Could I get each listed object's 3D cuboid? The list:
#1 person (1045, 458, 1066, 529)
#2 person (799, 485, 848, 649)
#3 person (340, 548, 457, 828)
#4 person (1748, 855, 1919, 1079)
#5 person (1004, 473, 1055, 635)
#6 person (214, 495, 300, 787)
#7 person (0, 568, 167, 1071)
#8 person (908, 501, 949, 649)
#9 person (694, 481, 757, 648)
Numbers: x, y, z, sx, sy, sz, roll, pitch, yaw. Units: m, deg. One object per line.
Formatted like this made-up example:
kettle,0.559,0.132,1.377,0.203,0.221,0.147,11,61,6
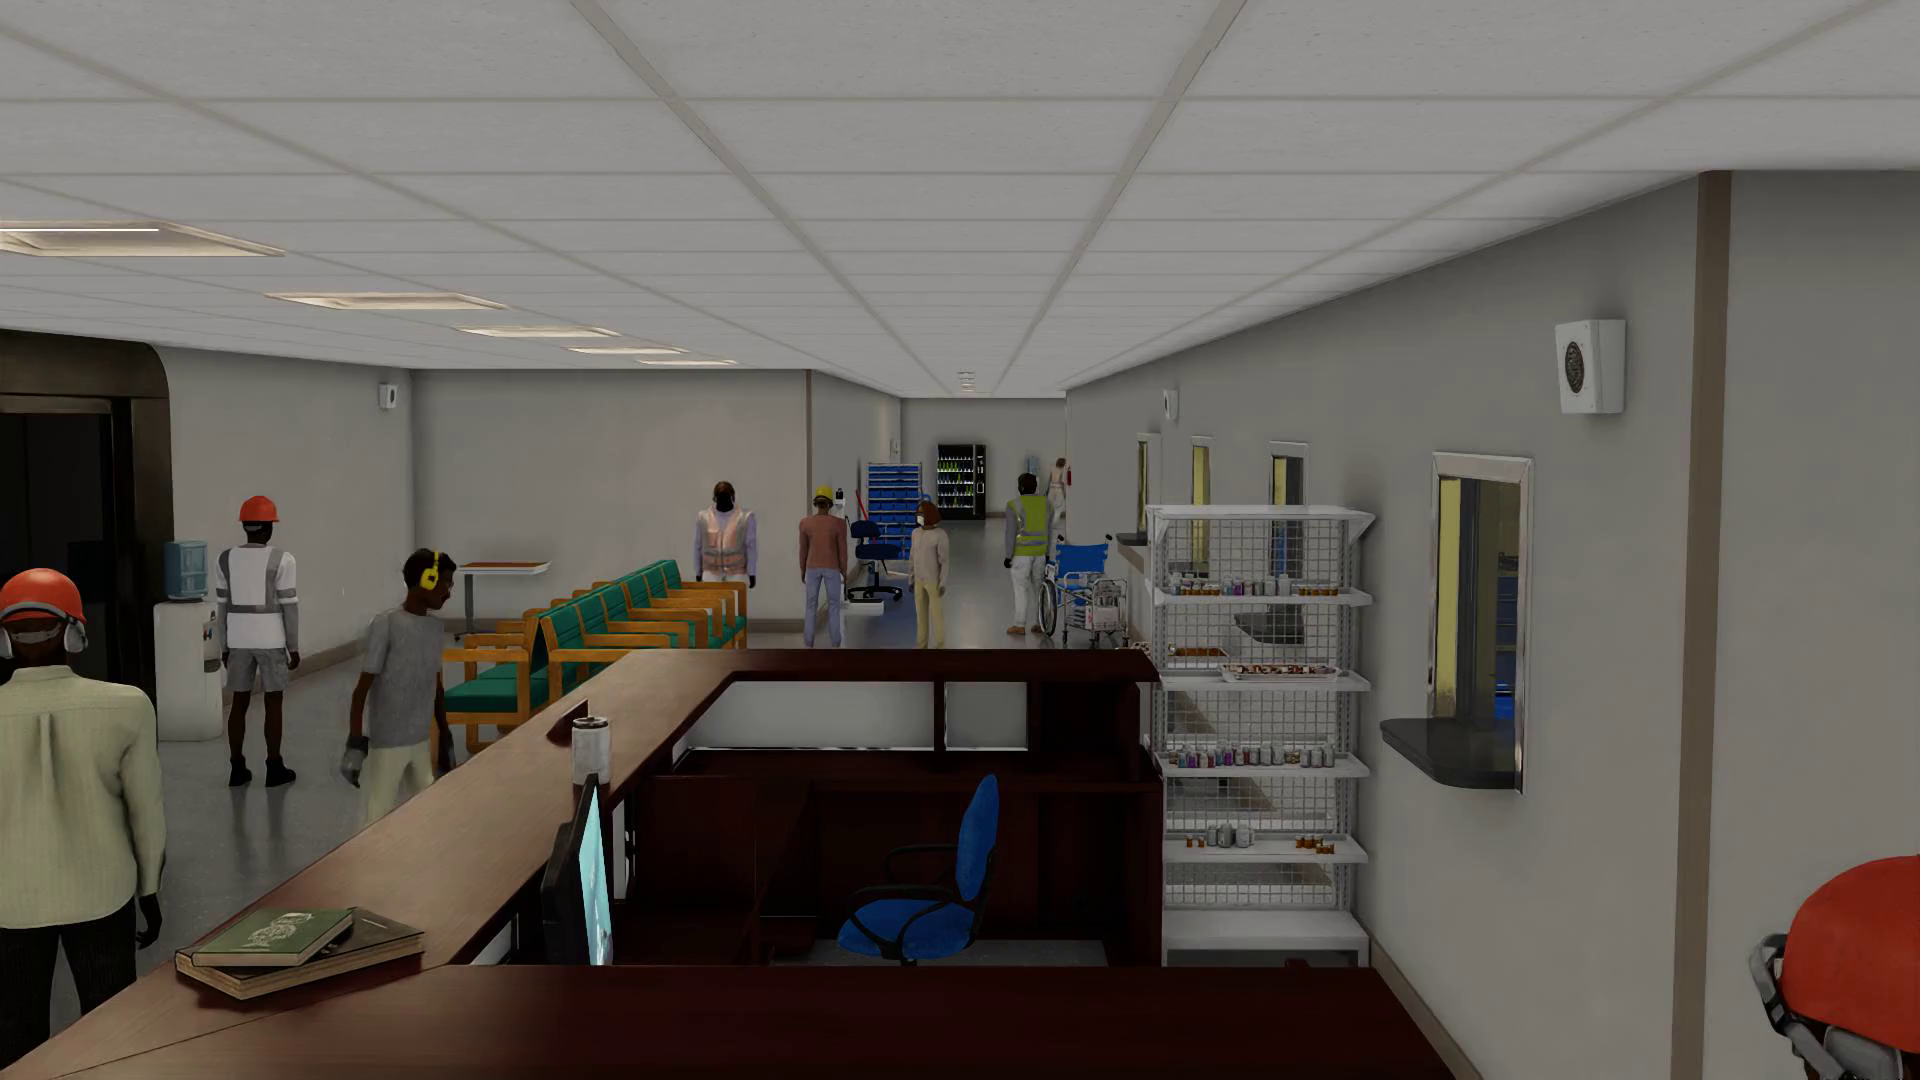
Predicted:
person,2.156,-1.047,37.341,0.403,1.609,0.619,-4,6,-45
person,-1.418,0.311,17.307,0.522,1.758,0.349,1,4,9
person,-2.606,0.964,7.670,0.339,1.833,0.684,2,4,23
person,0.920,1.304,1.718,0.392,1.991,0.612,2,4,22
person,0.761,0.157,18.861,0.624,1.844,0.429,-2,5,-30
person,-4.657,0.669,11.074,0.540,1.930,0.387,0,4,2
person,-2.701,1.076,4.962,0.610,1.984,0.400,-2,5,-30
person,-0.321,0.426,16.516,0.498,1.634,0.281,4,6,44
person,-2.360,0.324,16.661,0.654,1.831,0.577,0,4,-1
